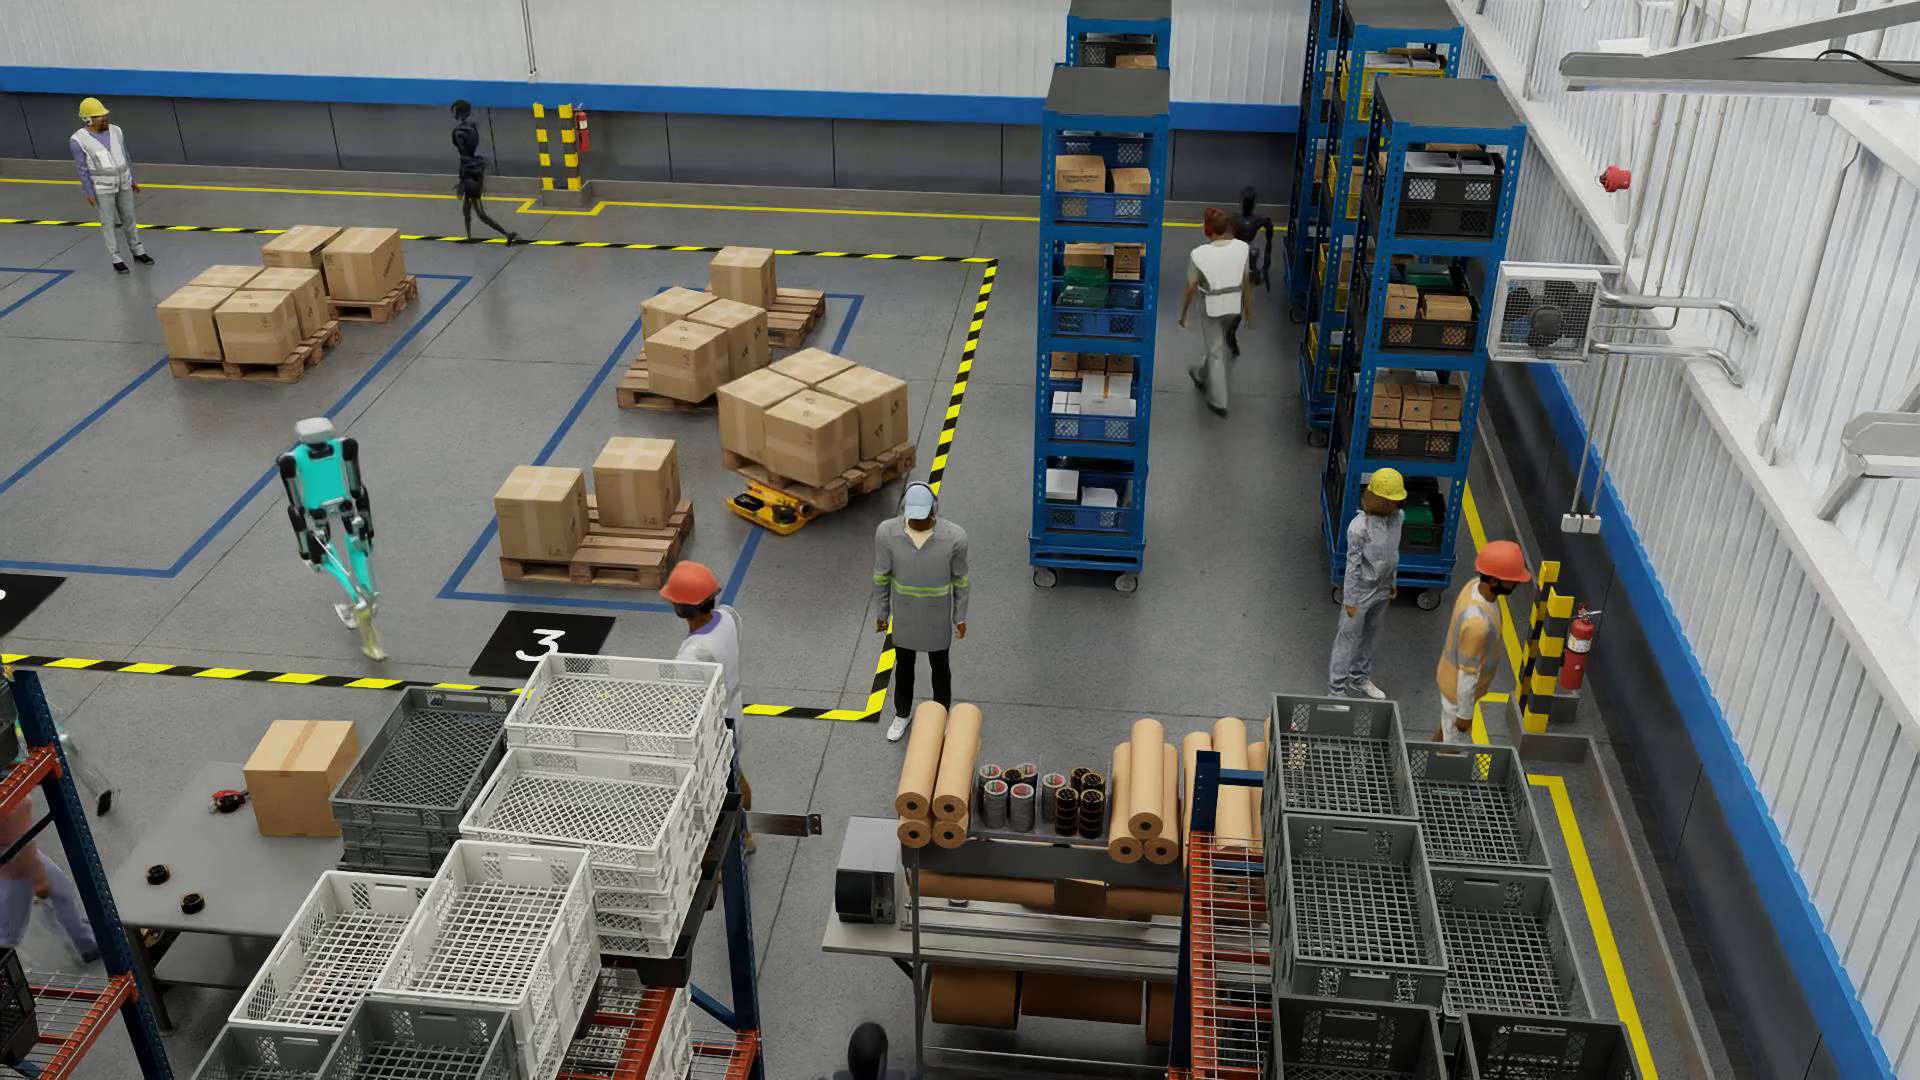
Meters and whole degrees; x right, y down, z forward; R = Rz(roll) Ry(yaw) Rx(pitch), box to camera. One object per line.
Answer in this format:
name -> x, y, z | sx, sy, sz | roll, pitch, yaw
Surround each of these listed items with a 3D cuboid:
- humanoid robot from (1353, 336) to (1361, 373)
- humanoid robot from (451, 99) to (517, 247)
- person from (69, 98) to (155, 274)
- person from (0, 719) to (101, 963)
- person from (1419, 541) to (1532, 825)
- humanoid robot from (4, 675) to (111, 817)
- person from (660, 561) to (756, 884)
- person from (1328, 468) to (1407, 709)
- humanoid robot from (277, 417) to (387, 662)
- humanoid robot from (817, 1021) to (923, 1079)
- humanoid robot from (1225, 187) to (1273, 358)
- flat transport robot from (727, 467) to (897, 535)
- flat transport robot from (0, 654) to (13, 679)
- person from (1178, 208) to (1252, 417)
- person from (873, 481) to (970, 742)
humanoid robot -> 3.477, -1.196, 13.325 | 0.838, 1.816, 0.551 | -21, 36, -31
humanoid robot -> -5.286, -3.989, 18.179 | 0.737, 1.654, 0.588 | -2, 30, -3
person -> -8.954, -3.745, 17.548 | 0.404, 1.834, 0.598 | 17, 34, 27
person -> -4.857, 1.637, 8.409 | 0.881, 1.723, 0.529 | -25, 39, -36
person -> 2.956, 0.839, 9.592 | 0.405, 1.929, 0.537 | 9, 31, 15
humanoid robot -> -5.453, 0.945, 9.616 | 0.907, 1.795, 0.543 | 3, 30, 5
person -> -1.395, 1.014, 9.170 | 0.393, 2.042, 0.609 | 8, 31, 14
person -> 2.634, 0.318, 10.660 | 0.485, 1.744, 0.294 | -22, 37, -33
humanoid robot -> -4.094, 0.061, 11.131 | 0.548, 1.748, 1.046 | -24, 38, -35
humanoid robot -> -0.379, 2.595, 6.866 | 0.598, 1.619, 0.796 | -2, 30, -4
humanoid robot -> 2.645, -2.534, 15.654 | 0.589, 1.632, 0.656 | 1, 30, 2
flat transport robot -> -1.149, -0.493, 13.492 | 0.652, 0.197, 1.431 | 23, 37, 33
flat transport robot -> -7.142, 0.969, 11.010 | 1.431, 0.231, 0.659 | 3, 30, 6
person -> 2.205, -2.054, 14.673 | 0.586, 1.797, 0.920 | -12, 32, -20
person -> -0.244, 0.457, 10.313 | 0.597, 1.850, 0.387 | 4, 30, 6
